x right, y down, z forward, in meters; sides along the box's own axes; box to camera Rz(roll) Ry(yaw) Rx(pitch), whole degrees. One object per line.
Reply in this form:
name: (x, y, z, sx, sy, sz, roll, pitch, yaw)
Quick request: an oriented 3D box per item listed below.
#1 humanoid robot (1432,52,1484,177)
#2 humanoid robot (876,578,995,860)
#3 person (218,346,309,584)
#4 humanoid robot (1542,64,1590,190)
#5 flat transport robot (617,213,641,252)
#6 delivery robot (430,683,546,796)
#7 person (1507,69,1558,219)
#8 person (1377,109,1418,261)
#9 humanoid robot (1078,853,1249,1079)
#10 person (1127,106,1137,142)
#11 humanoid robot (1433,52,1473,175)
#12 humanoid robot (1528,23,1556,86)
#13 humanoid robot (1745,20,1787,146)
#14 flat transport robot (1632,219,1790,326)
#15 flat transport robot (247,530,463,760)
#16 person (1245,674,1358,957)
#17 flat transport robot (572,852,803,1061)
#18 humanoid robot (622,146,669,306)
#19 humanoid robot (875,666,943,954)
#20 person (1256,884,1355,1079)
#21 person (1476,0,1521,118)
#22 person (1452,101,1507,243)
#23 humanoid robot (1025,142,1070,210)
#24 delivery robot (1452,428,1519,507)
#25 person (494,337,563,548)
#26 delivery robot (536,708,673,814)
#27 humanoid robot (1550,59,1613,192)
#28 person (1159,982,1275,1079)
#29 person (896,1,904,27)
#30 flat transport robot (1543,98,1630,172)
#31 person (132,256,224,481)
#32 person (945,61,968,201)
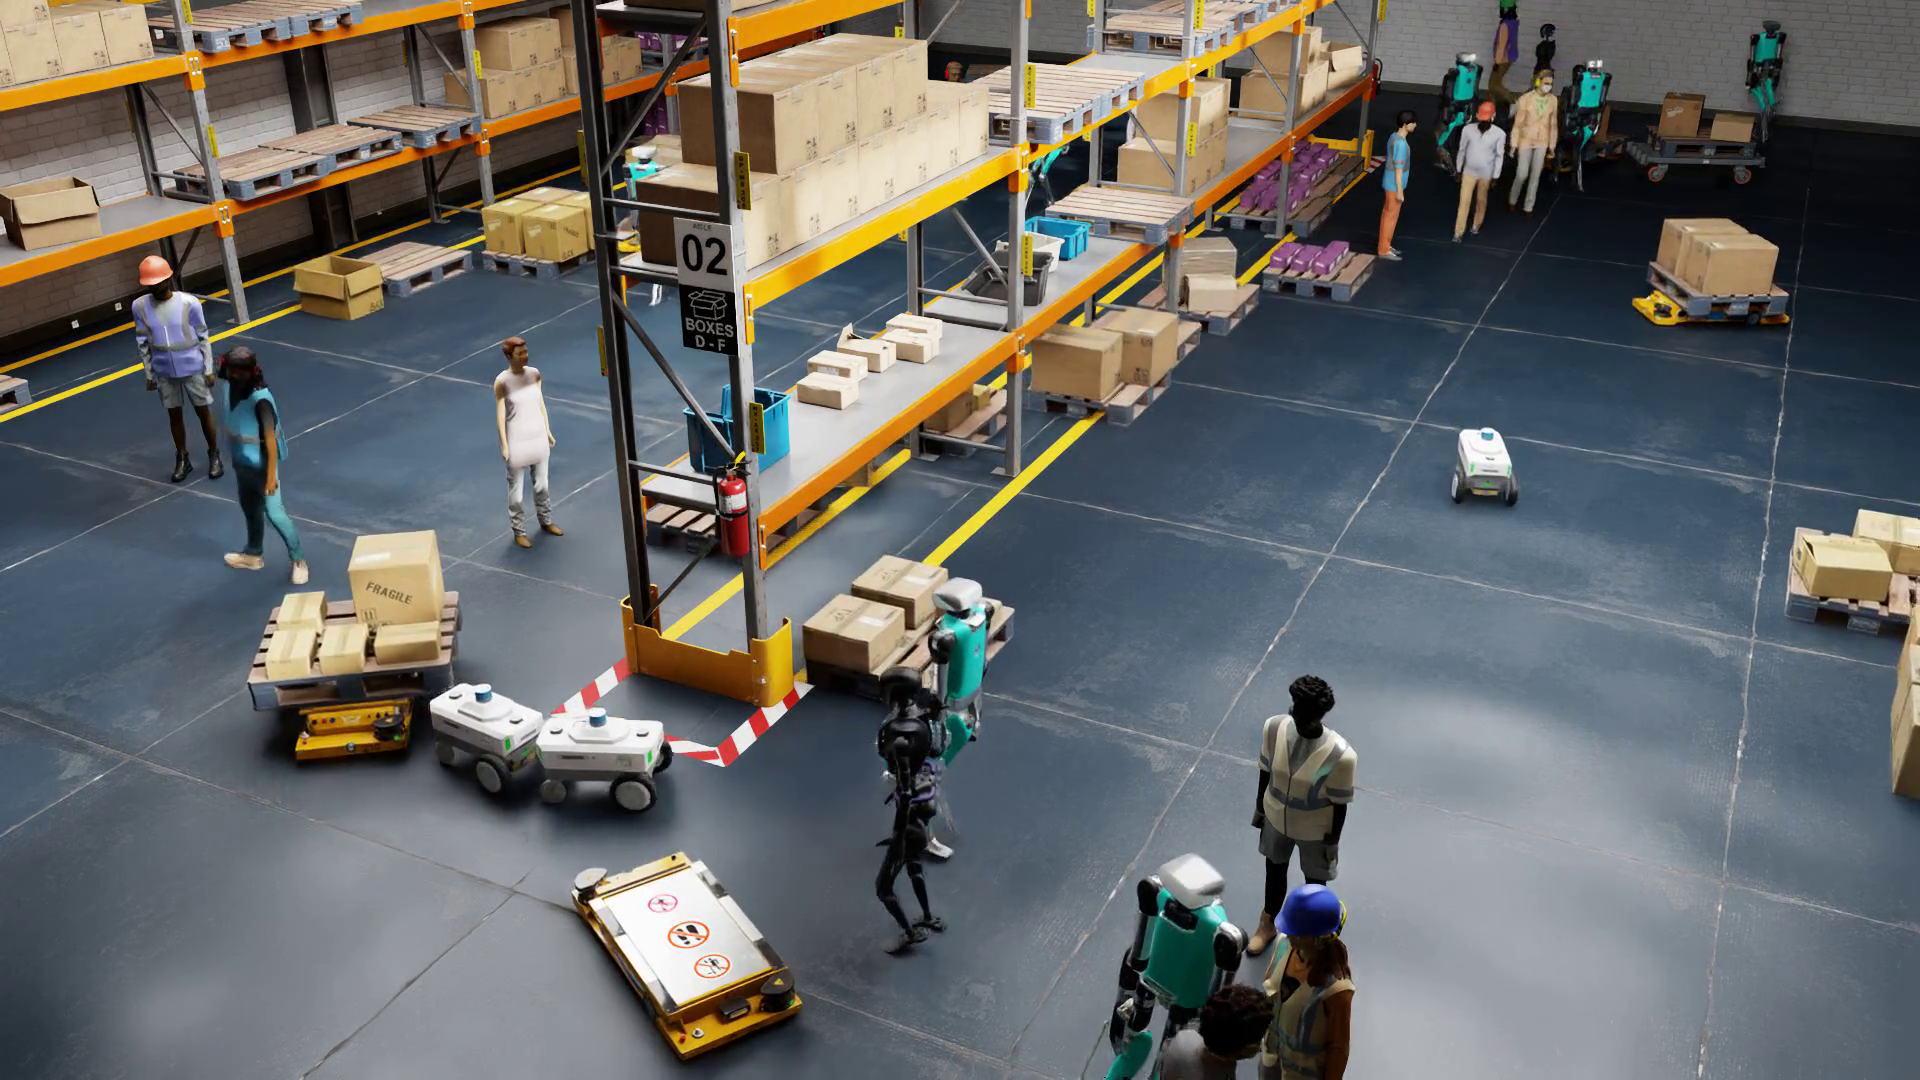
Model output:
humanoid robot: (6.788, -5.911, 23.083, 0.553, 1.752, 0.986, -11, 28, -21)
humanoid robot: (-0.182, 1.016, 9.129, 0.684, 1.852, 0.541, 15, 30, 27)
person: (-5.195, -0.584, 12.193, 0.766, 1.849, 0.369, 19, 32, 34)
humanoid robot: (8.277, -5.599, 22.503, 0.610, 1.641, 0.466, -10, 28, -20)
flat transport robot: (-3.840, -3.824, 20.503, 0.659, 0.231, 1.431, 3, 26, 6)
delivery robot: (-2.849, 1.170, 10.113, 0.809, 0.612, 0.499, 16, 30, 28)
person: (7.276, -5.030, 21.138, 0.581, 1.863, 0.479, -3, 26, -6)
person: (5.121, -4.161, 19.506, 0.335, 1.759, 0.495, 3, 26, 6)
humanoid robot: (0.700, 2.163, 6.781, 0.837, 1.781, 0.546, -21, 33, -35)
person: (2.459, -5.069, 21.216, 0.641, 1.870, 0.921, 11, 28, 21)
humanoid robot: (6.948, -5.988, 23.322, 0.597, 1.643, 0.605, -6, 27, -12)
humanoid robot: (8.837, -7.017, 25.362, 0.362, 1.655, 0.612, 2, 26, 3)
humanoid robot: (12.144, -6.790, 24.889, 0.559, 1.813, 0.878, -2, 26, -5)
flat transport robot: (8.045, -2.499, 17.826, 1.431, 0.231, 0.659, -1, 26, -2)
flat transport robot: (-3.892, 0.949, 10.862, 0.659, 0.231, 1.431, -5, 27, -10)
person: (1.698, 1.410, 8.322, 0.532, 1.693, 0.320, 22, 34, 37)
flat transport robot: (-1.435, 2.079, 8.579, 0.659, 0.231, 1.431, -16, 30, -29)
humanoid robot: (-3.236, -3.524, 18.289, 0.531, 1.770, 1.000, 8, 27, 16)
humanoid robot: (-0.270, 1.353, 8.453, 0.371, 1.648, 0.608, 0, 26, -1)
person: (1.365, 2.130, 6.773, 0.306, 1.777, 0.478, -14, 29, -25)
person: (8.635, -7.623, 26.328, 0.631, 1.907, 0.562, 13, 29, 25)
person: (6.316, -4.506, 20.270, 0.568, 1.689, 0.934, 12, 29, 23)
humanoid robot: (1.039, -5.110, 21.531, 0.549, 1.856, 0.846, 24, 35, 39)
delivery robot: (4.317, -0.611, 13.711, 0.499, 0.614, 0.803, 4, 27, 7)
person: (-3.325, -0.760, 12.741, 0.282, 1.663, 0.453, 23, 35, 39)
delivery robot: (-2.105, 1.284, 9.883, 0.810, 0.612, 0.499, 1, 26, 3)
humanoid robot: (8.367, -5.669, 22.586, 0.550, 1.775, 0.871, -3, 26, -5)
person: (0.859, 2.381, 6.158, 0.468, 1.871, 0.565, -7, 27, -13)
person: (-0.950, -9.491, 30.187, 0.365, 1.836, 0.505, 20, 33, 35)
flat transport robot: (8.836, -5.548, 23.985, 1.431, 0.231, 0.659, -19, 32, -33)
person: (-6.462, -1.409, 13.746, 0.550, 1.934, 0.370, -5, 27, -10)
person: (-0.119, -5.330, 21.775, 0.393, 1.839, 0.563, 19, 32, 33)
